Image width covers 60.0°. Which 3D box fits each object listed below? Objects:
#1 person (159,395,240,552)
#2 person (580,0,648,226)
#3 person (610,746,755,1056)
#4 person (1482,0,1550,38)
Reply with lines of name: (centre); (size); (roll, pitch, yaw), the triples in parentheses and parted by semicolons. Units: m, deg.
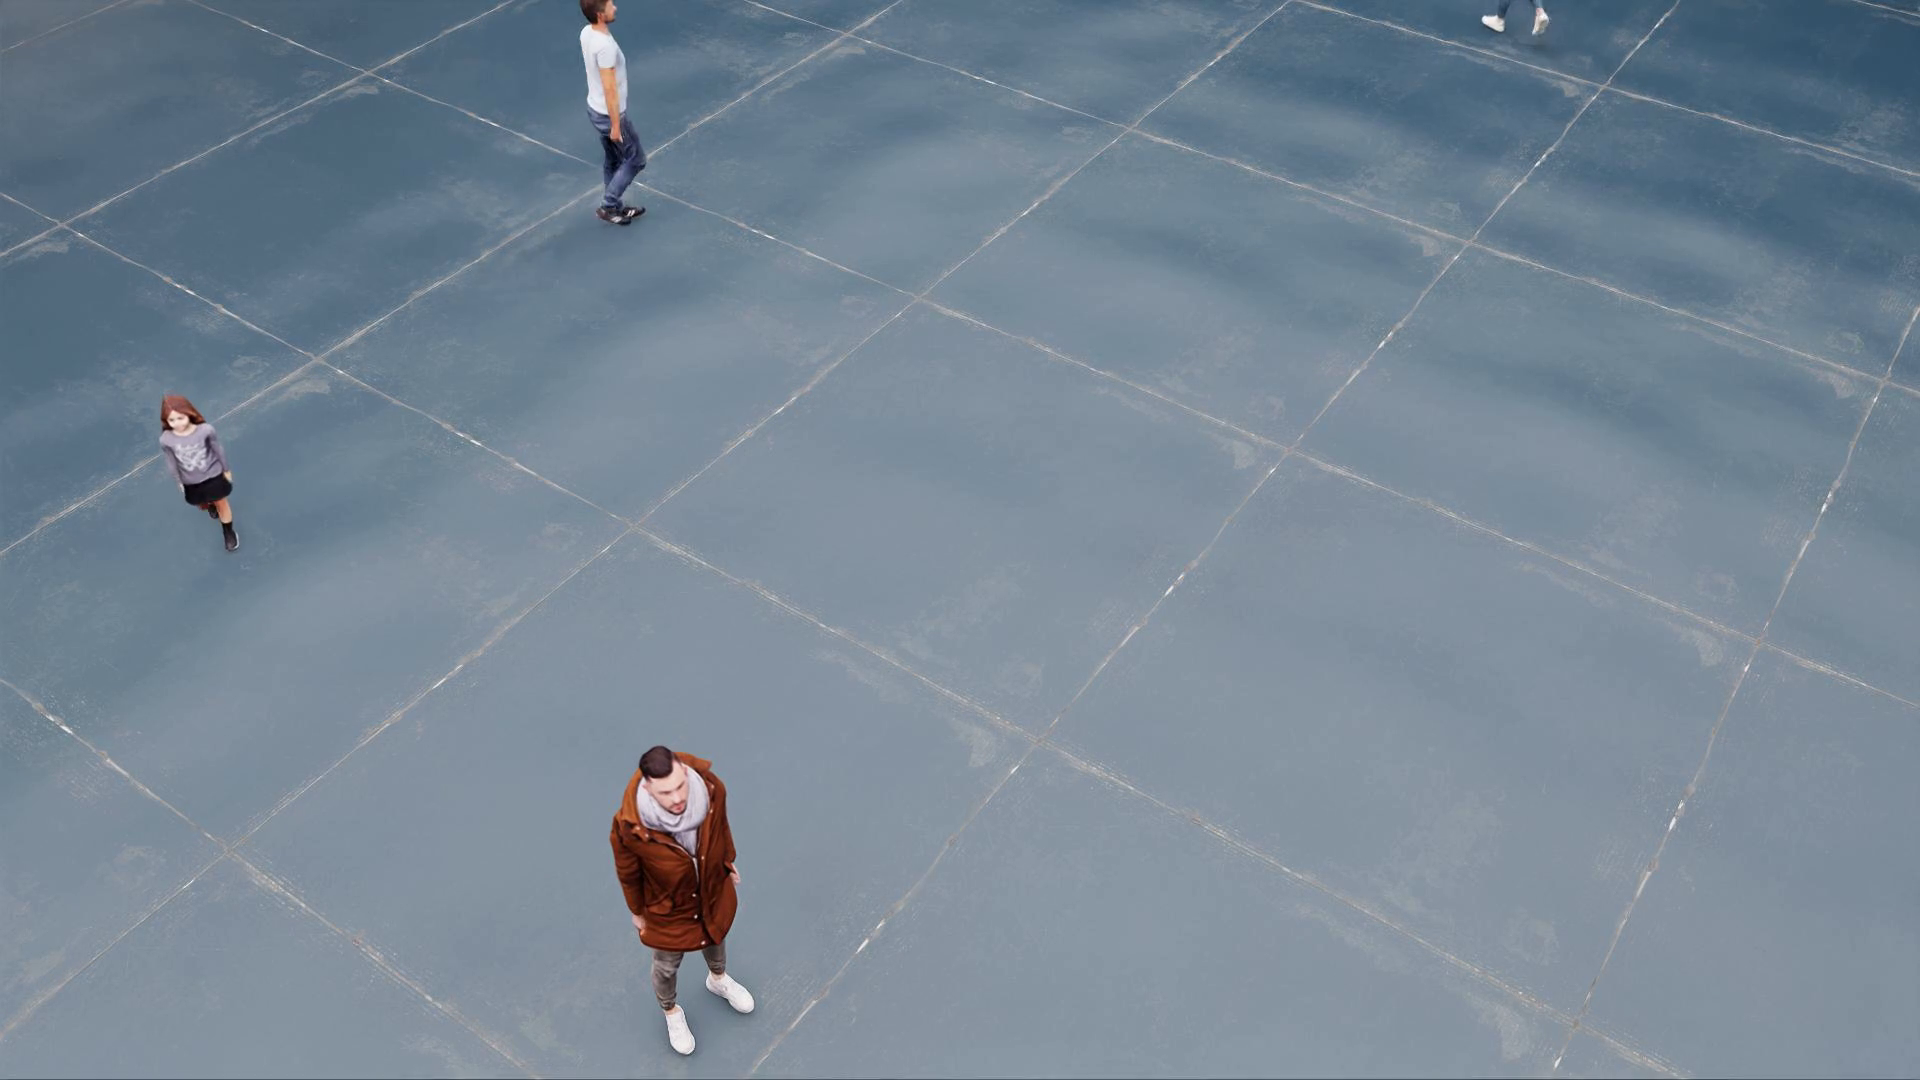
person: (-4.511, -0.443, 9.891); (0.645, 1.093, 0.735); (-15, 45, -16)
person: (-2.659, -3.107, 12.185); (0.800, 1.855, 0.731); (-24, 48, -24)
person: (-1.207, 1.533, 7.229); (0.787, 1.839, 0.791); (-29, 50, -27)
person: (5.031, -5.197, 14.588); (0.809, 1.631, 0.978); (-21, 47, -21)
